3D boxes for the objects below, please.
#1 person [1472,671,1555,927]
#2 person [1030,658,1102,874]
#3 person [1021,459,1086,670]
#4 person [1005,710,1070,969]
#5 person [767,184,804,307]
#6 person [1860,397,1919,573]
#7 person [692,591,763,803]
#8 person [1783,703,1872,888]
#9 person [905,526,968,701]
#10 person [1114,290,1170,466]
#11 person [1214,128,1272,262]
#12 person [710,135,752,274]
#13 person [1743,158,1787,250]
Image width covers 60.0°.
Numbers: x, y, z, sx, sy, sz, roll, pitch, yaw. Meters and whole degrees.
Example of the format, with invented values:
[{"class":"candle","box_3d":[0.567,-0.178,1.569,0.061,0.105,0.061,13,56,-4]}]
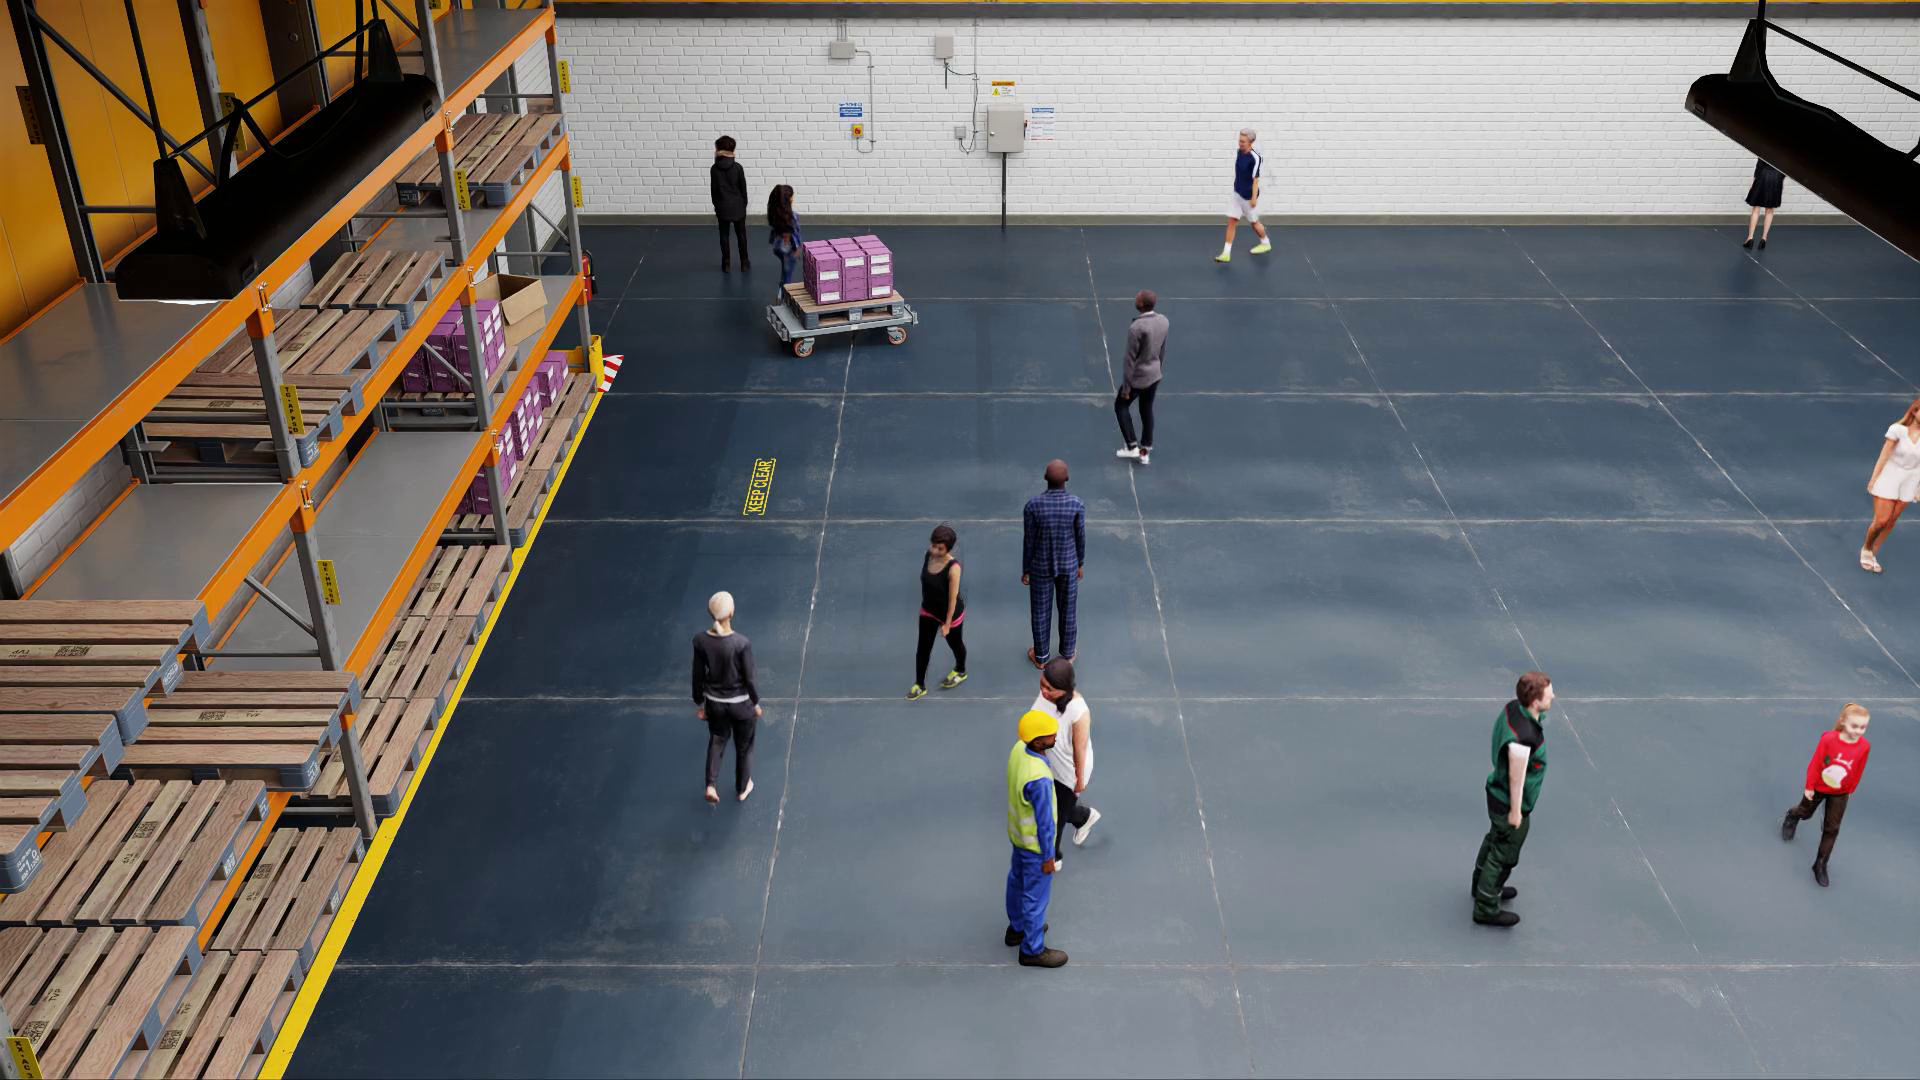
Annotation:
[{"class":"person","box_3d":[3.498,1.618,10.549,0.740,1.841,0.575,6,29,10]},{"class":"person","box_3d":[0.708,1.464,11.011,0.934,1.668,0.944,-14,32,-24]},{"class":"person","box_3d":[0.747,0.188,13.194,0.688,1.818,0.623,-4,29,-7]},{"class":"person","box_3d":[0.447,1.809,10.229,0.778,1.813,0.613,-7,29,-13]},{"class":"person","box_3d":[-2.171,-3.500,20.169,0.784,1.615,0.720,-25,37,-37]},{"class":"person","box_3d":[8.215,-0.533,14.653,0.584,1.686,0.615,2,29,4]},{"class":"person","box_3d":[-1.625,1.145,11.549,0.708,1.714,0.812,6,29,12]},{"class":"person","box_3d":[5.797,1.626,11.139,0.639,1.262,0.926,7,29,13]},{"class":"person","box_3d":[-0.109,0.517,12.910,0.957,1.514,0.876,-22,36,-34]},{"class":"person","box_3d":[1.859,-1.566,16.421,0.867,1.807,0.890,-20,34,-32]},{"class":"person","box_3d":[3.829,-4.550,21.916,1.104,1.784,1.190,-12,31,-21]},{"class":"person","box_3d":[-2.973,-4.346,21.550,0.619,1.777,0.600,-1,29,-2]},{"class":"person","box_3d":[10.874,-4.782,22.379,0.653,1.748,0.643,7,29,13]}]
